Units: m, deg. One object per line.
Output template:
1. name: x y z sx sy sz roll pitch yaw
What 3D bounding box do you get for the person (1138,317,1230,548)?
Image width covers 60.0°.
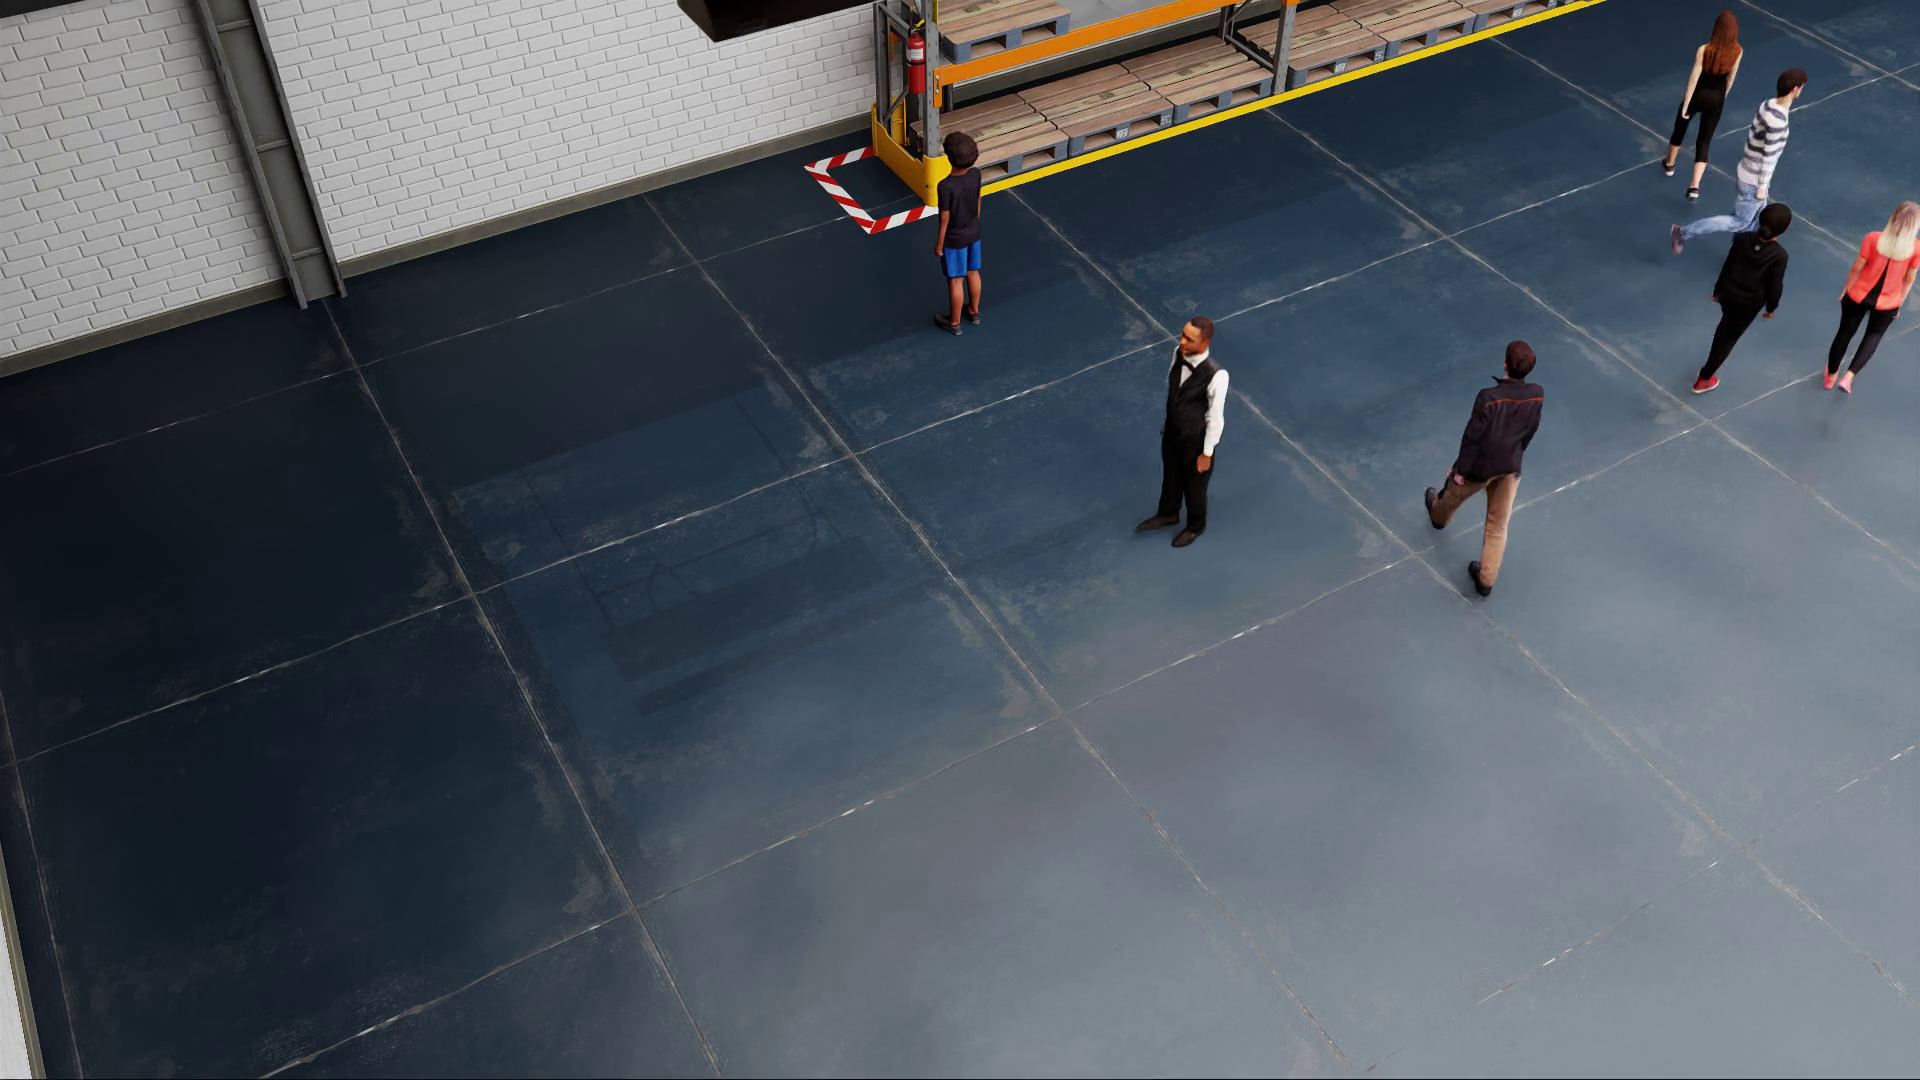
1. person: 1.610 -0.757 11.471 0.645 1.921 0.698 -24 48 -23

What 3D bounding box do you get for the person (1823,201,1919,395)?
1. person: 6.967 -1.794 12.728 0.798 1.687 0.899 23 48 22

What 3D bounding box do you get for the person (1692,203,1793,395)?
1. person: 5.953 -1.820 12.776 0.750 1.659 0.654 -26 50 -25

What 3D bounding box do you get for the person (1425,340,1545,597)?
1. person: 3.596 -0.434 11.168 1.261 1.870 1.115 -4 44 -4

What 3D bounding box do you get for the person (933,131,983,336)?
1. person: 0.005 -2.458 13.343 0.580 1.800 0.713 -31 52 -29

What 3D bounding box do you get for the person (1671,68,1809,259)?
1. person: 6.574 -3.074 13.983 1.097 1.810 1.078 15 46 15

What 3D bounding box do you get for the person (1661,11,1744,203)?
1. person: 6.676 -3.854 14.884 1.079 1.696 1.116 10 44 10
